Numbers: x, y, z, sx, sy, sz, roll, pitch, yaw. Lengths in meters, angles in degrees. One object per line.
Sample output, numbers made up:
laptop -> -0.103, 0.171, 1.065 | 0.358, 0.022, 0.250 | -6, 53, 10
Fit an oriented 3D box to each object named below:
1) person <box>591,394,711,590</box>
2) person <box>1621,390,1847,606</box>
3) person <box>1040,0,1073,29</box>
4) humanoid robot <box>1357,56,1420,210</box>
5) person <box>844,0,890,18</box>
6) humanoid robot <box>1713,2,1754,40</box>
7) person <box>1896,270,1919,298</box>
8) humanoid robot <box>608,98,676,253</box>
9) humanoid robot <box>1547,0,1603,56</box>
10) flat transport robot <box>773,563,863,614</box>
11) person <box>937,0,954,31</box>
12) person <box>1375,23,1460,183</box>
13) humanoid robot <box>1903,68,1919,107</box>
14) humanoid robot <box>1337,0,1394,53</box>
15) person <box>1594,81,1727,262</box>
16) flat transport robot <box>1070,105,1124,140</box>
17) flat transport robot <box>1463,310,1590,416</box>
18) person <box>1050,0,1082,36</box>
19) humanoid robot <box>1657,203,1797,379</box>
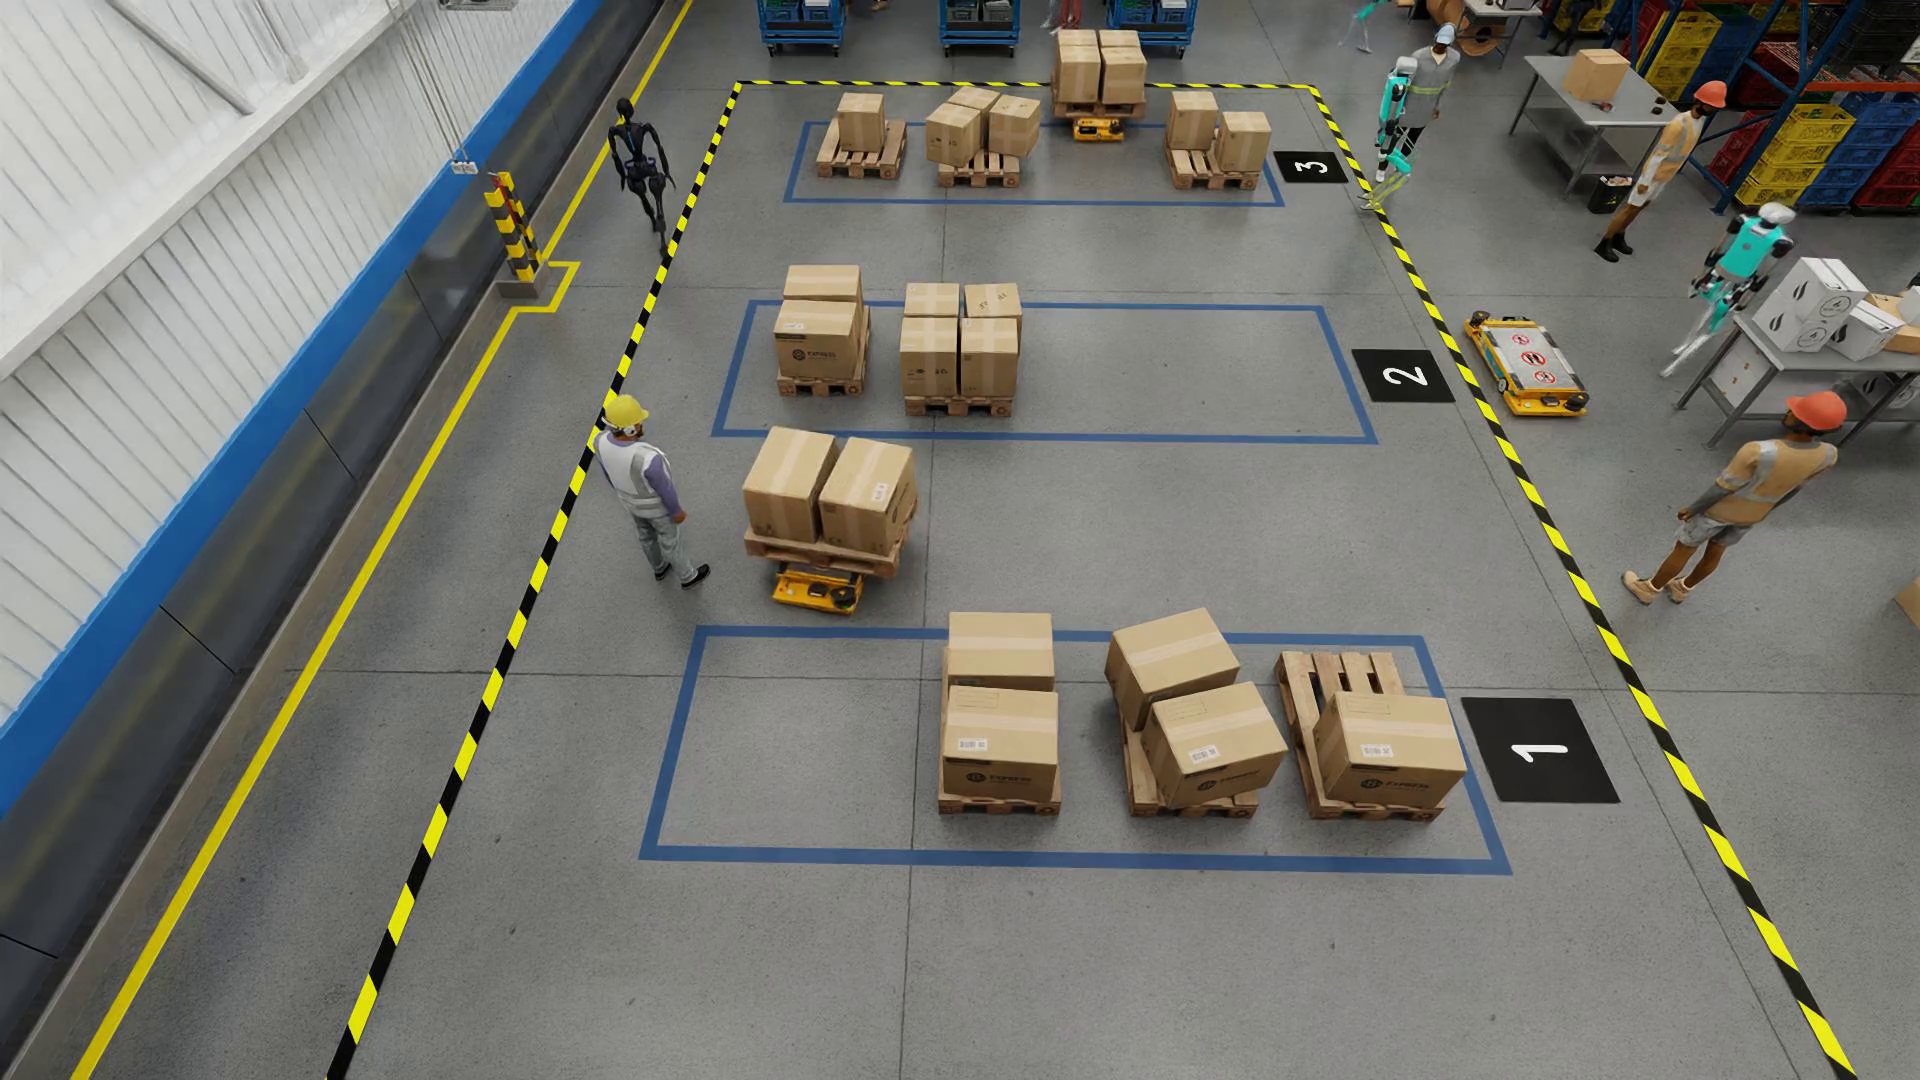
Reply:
person -> -2.291, -0.316, 6.780 | 0.588, 1.821, 0.404 | 22, 53, 18
person -> 5.540, -0.249, 6.575 | 0.606, 2.048, 0.366 | 0, 49, 0
person -> 1.635, -9.014, 14.389 | 0.489, 1.689, 0.876 | 28, 55, 22
humanoid robot -> 5.030, -4.588, 10.443 | 0.735, 1.679, 0.533 | 10, 50, 8
person -> -1.640, -9.402, 14.540 | 0.947, 1.986, 0.629 | 3, 49, 3
humanoid robot -> 11.444, -7.843, 13.424 | 0.785, 1.625, 0.609 | -17, 51, -14
person -> 10.369, -3.177, 9.250 | 0.339, 1.839, 0.503 | -32, 56, -24
humanoid robot -> -3.494, -4.053, 10.145 | 0.608, 1.623, 0.795 | -8, 50, -7
humanoid robot -> 9.243, -7.925, 13.470 | 0.590, 1.642, 0.597 | -18, 52, -15
flat transport robot -> -1.010, -0.051, 7.559 | 0.652, 0.197, 1.431 | 9, 50, 7
person -> -0.207, -8.968, 14.242 | 0.531, 1.864, 0.316 | 12, 50, 10
person -> 5.503, -5.202, 10.990 | 0.596, 1.849, 0.388 | -1, 49, -1
humanoid robot -> 13.191, -6.480, 12.220 | 0.607, 1.651, 0.500 | -7, 49, -6
humanoid robot -> 6.187, -8.213, 13.741 | 0.544, 1.887, 0.782 | -32, 56, -24
person -> 7.533, -3.931, 9.833 | 0.549, 1.935, 0.373 | -26, 54, -21
flat transport robot -> 1.867, -5.957, 12.671 | 0.652, 0.197, 1.431 | 1, 49, 1
flat transport robot -> 5.573, -1.757, 9.054 | 0.659, 0.231, 1.431 | 1, 49, 1
person -> 1.725, -8.691, 13.965 | 0.390, 1.918, 0.589 | -33, 57, -26
humanoid robot -> 7.228, -2.355, 8.611 | 0.899, 1.770, 0.544 | -22, 53, -18
